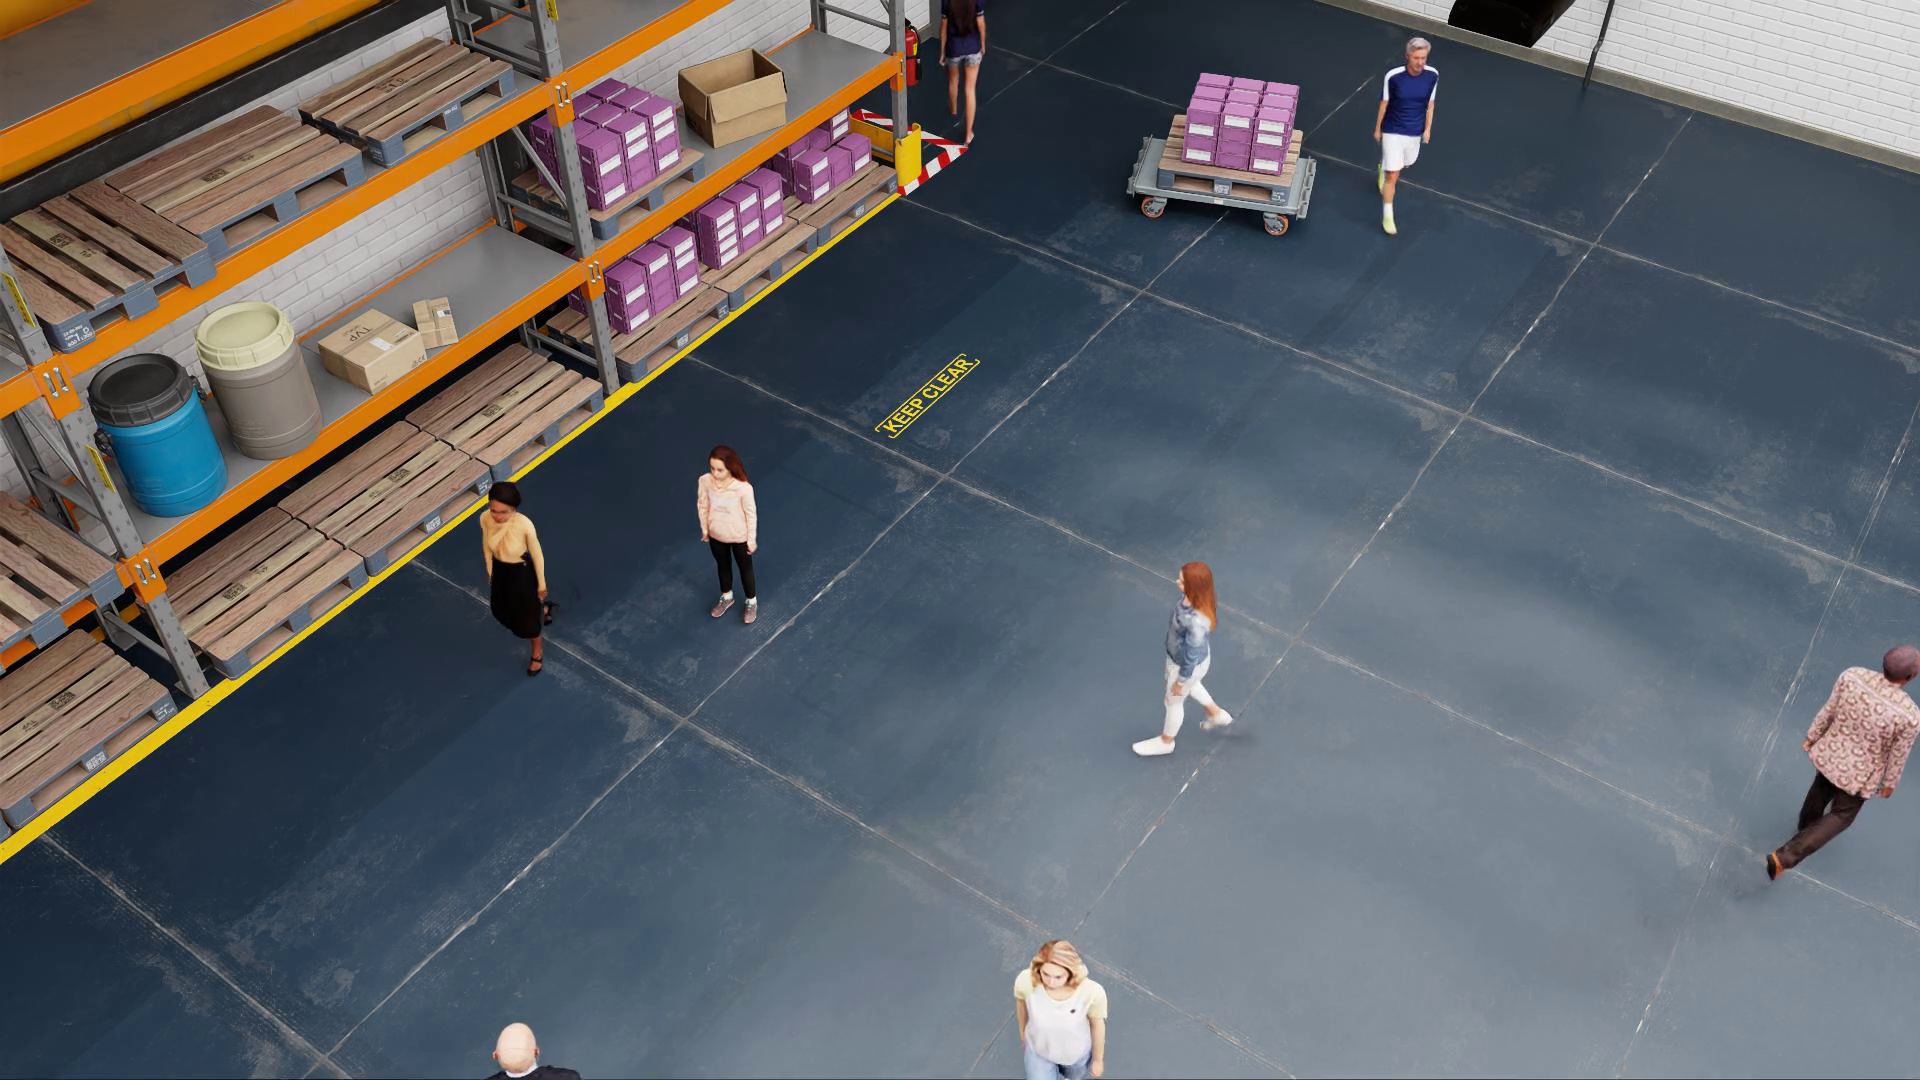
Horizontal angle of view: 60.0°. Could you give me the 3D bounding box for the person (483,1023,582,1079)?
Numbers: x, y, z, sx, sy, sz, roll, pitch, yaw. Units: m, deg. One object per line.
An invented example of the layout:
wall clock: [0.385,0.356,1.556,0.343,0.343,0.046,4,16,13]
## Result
person: [-1.974,2.946,7.946,1.066,1.780,1.117,-9,44,-9]

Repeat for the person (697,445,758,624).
person: [-1.564,-0.052,11.307,0.630,1.484,0.618,10,45,11]

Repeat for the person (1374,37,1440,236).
person: [3.943,-3.715,14.920,1.113,1.805,1.199,-5,44,-5]

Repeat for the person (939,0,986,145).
person: [0.035,-4.630,15.941,0.979,1.721,1.115,-1,44,-1]

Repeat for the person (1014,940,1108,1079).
person: [0.520,2.500,8.473,0.954,1.698,1.182,6,44,6]

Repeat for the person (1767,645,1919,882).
person: [5.120,1.315,9.654,1.167,1.785,0.993,-20,47,-20]

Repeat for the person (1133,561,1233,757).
person: [1.476,0.729,10.336,0.925,1.692,0.923,4,44,5]

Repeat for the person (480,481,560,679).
person: [-2.867,0.207,10.920,0.704,1.644,0.812,14,45,14]
